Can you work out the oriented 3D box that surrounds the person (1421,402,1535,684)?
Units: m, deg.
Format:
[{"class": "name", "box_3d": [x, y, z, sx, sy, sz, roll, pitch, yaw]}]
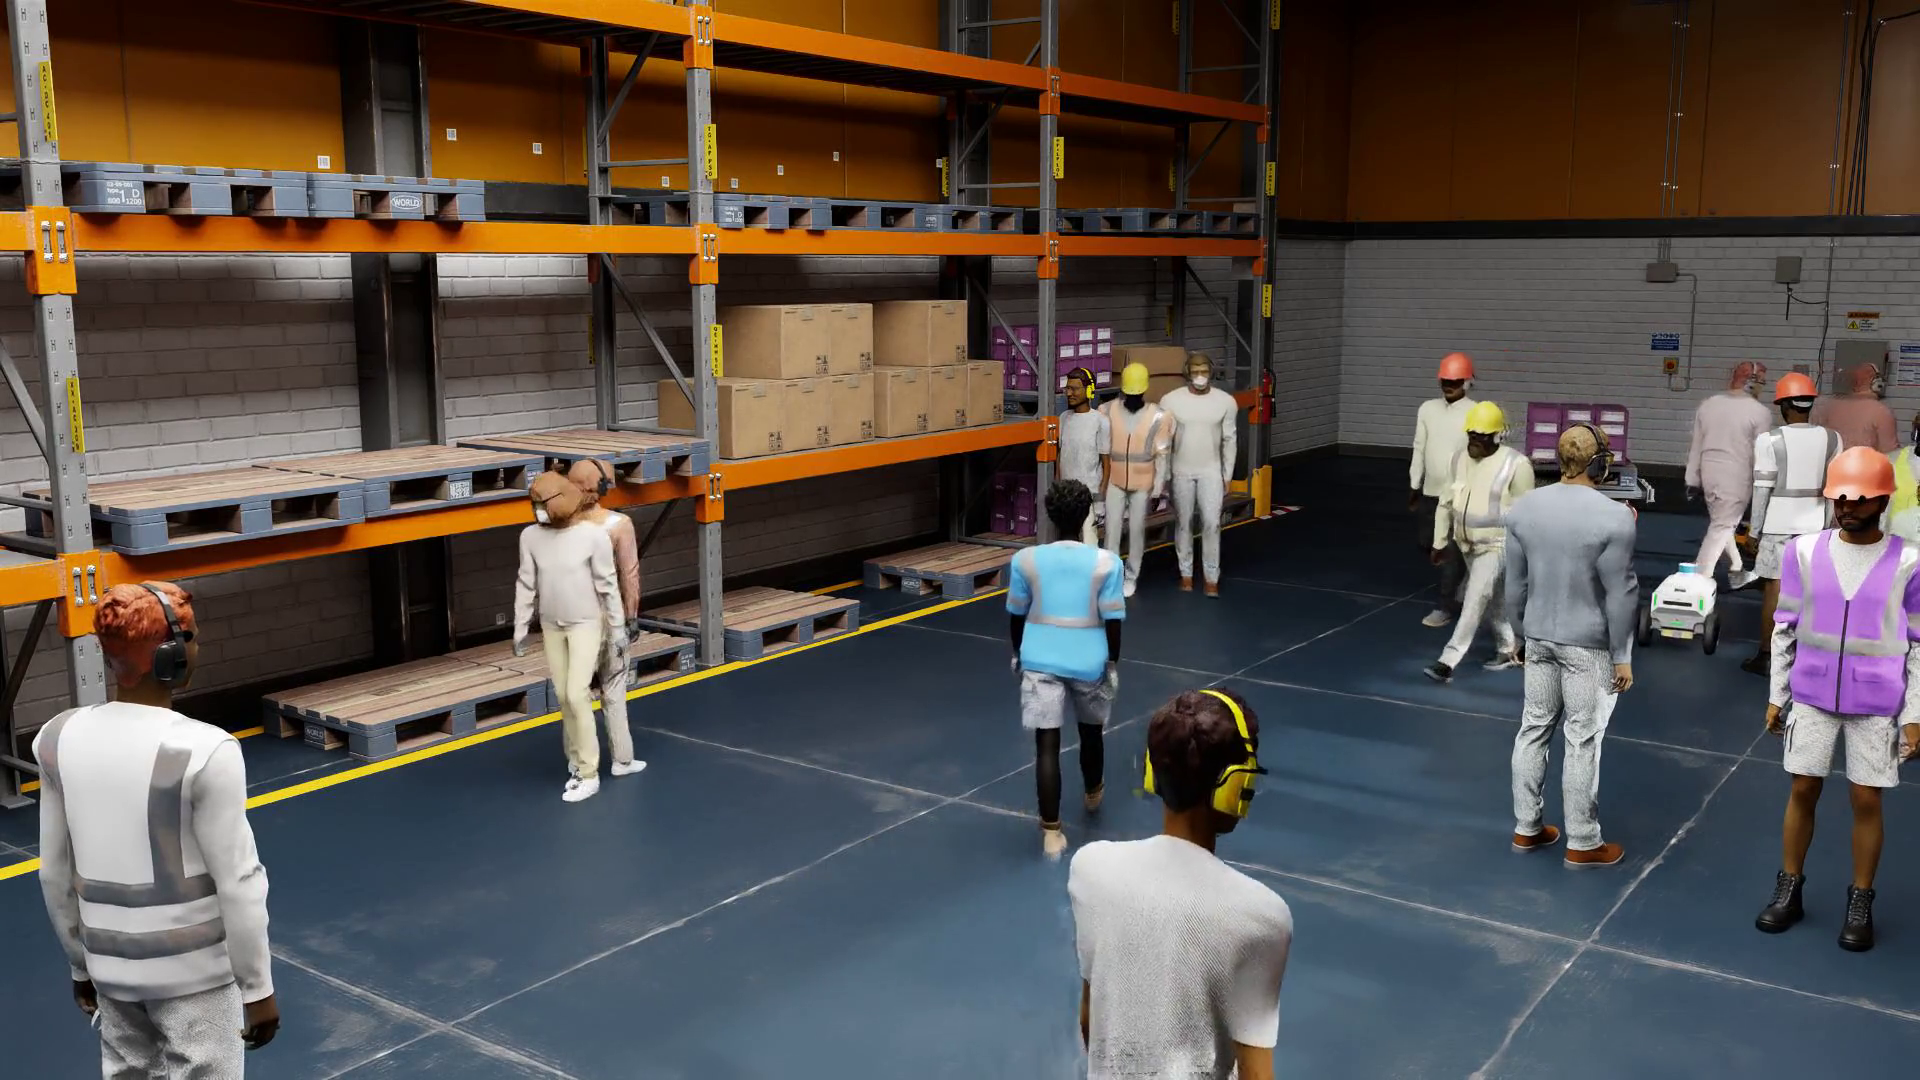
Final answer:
[{"class": "person", "box_3d": [3.271, 0.014, 10.389, 0.941, 1.769, 0.625, -6, 11, -31]}]

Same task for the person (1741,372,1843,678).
[{"class": "person", "box_3d": [5.229, -0.089, 10.501, 0.542, 1.930, 0.367, 0, 10, -2]}]

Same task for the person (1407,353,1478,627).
[{"class": "person", "box_3d": [3.595, -0.380, 12.096, 0.706, 1.977, 0.628, -8, 12, -40]}]

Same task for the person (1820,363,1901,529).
[{"class": "person", "box_3d": [6.890, -0.425, 12.749, 1.012, 1.857, 0.641, -1, 10, -8]}]

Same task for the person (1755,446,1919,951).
[{"class": "person", "box_3d": [3.376, 0.604, 6.352, 0.551, 1.935, 0.375, 8, 12, 38]}]

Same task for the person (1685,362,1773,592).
[{"class": "person", "box_3d": [6.011, -0.438, 12.789, 0.985, 1.852, 0.649, -4, 10, -23]}]

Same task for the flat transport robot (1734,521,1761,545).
[{"class": "flat transport robot", "box_3d": [7.611, 0.023, 14.764, 0.652, 0.197, 1.431, -2, 10, -13]}]

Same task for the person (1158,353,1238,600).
[{"class": "person", "box_3d": [1.849, -0.492, 12.980, 0.635, 1.906, 0.883, 1, 10, 5]}]

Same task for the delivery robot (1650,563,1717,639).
[{"class": "delivery robot", "box_3d": [4.957, 0.401, 11.376, 0.477, 0.478, 0.707, 6, 11, 30]}]

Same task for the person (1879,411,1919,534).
[{"class": "person", "box_3d": [5.609, 0.113, 9.636, 0.628, 1.821, 0.801, 9, 13, 42]}]

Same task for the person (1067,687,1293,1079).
[{"class": "person", "box_3d": [0.440, 1.191, 3.171, 0.526, 1.842, 0.570, 7, 12, 36]}]

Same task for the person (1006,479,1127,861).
[{"class": "person", "box_3d": [0.480, 0.542, 7.536, 0.543, 1.647, 0.861, 1, 10, 6]}]

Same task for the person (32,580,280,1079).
[{"class": "person", "box_3d": [-1.896, 1.026, 3.991, 0.585, 1.882, 0.343, 3, 10, 17]}]

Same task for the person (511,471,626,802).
[{"class": "person", "box_3d": [-1.936, 0.472, 8.122, 0.549, 1.603, 0.569, 3, 10, 20]}]

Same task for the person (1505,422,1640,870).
[{"class": "person", "box_3d": [2.652, 0.455, 7.231, 0.372, 1.940, 0.627, -6, 11, -34]}]

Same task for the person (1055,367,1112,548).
[{"class": "person", "box_3d": [0.854, -0.310, 11.995, 0.512, 1.872, 0.328, 9, 13, 44]}]

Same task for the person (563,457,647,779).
[{"class": "person", "box_3d": [-1.864, 0.400, 8.445, 0.515, 1.641, 0.315, 3, 10, 15]}]

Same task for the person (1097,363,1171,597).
[{"class": "person", "box_3d": [1.258, -0.418, 12.696, 0.665, 1.847, 0.998, 2, 10, 11]}]

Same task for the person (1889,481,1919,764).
[{"class": "person", "box_3d": [5.076, 0.374, 8.662, 0.408, 1.622, 0.523, -9, 13, -44]}]
